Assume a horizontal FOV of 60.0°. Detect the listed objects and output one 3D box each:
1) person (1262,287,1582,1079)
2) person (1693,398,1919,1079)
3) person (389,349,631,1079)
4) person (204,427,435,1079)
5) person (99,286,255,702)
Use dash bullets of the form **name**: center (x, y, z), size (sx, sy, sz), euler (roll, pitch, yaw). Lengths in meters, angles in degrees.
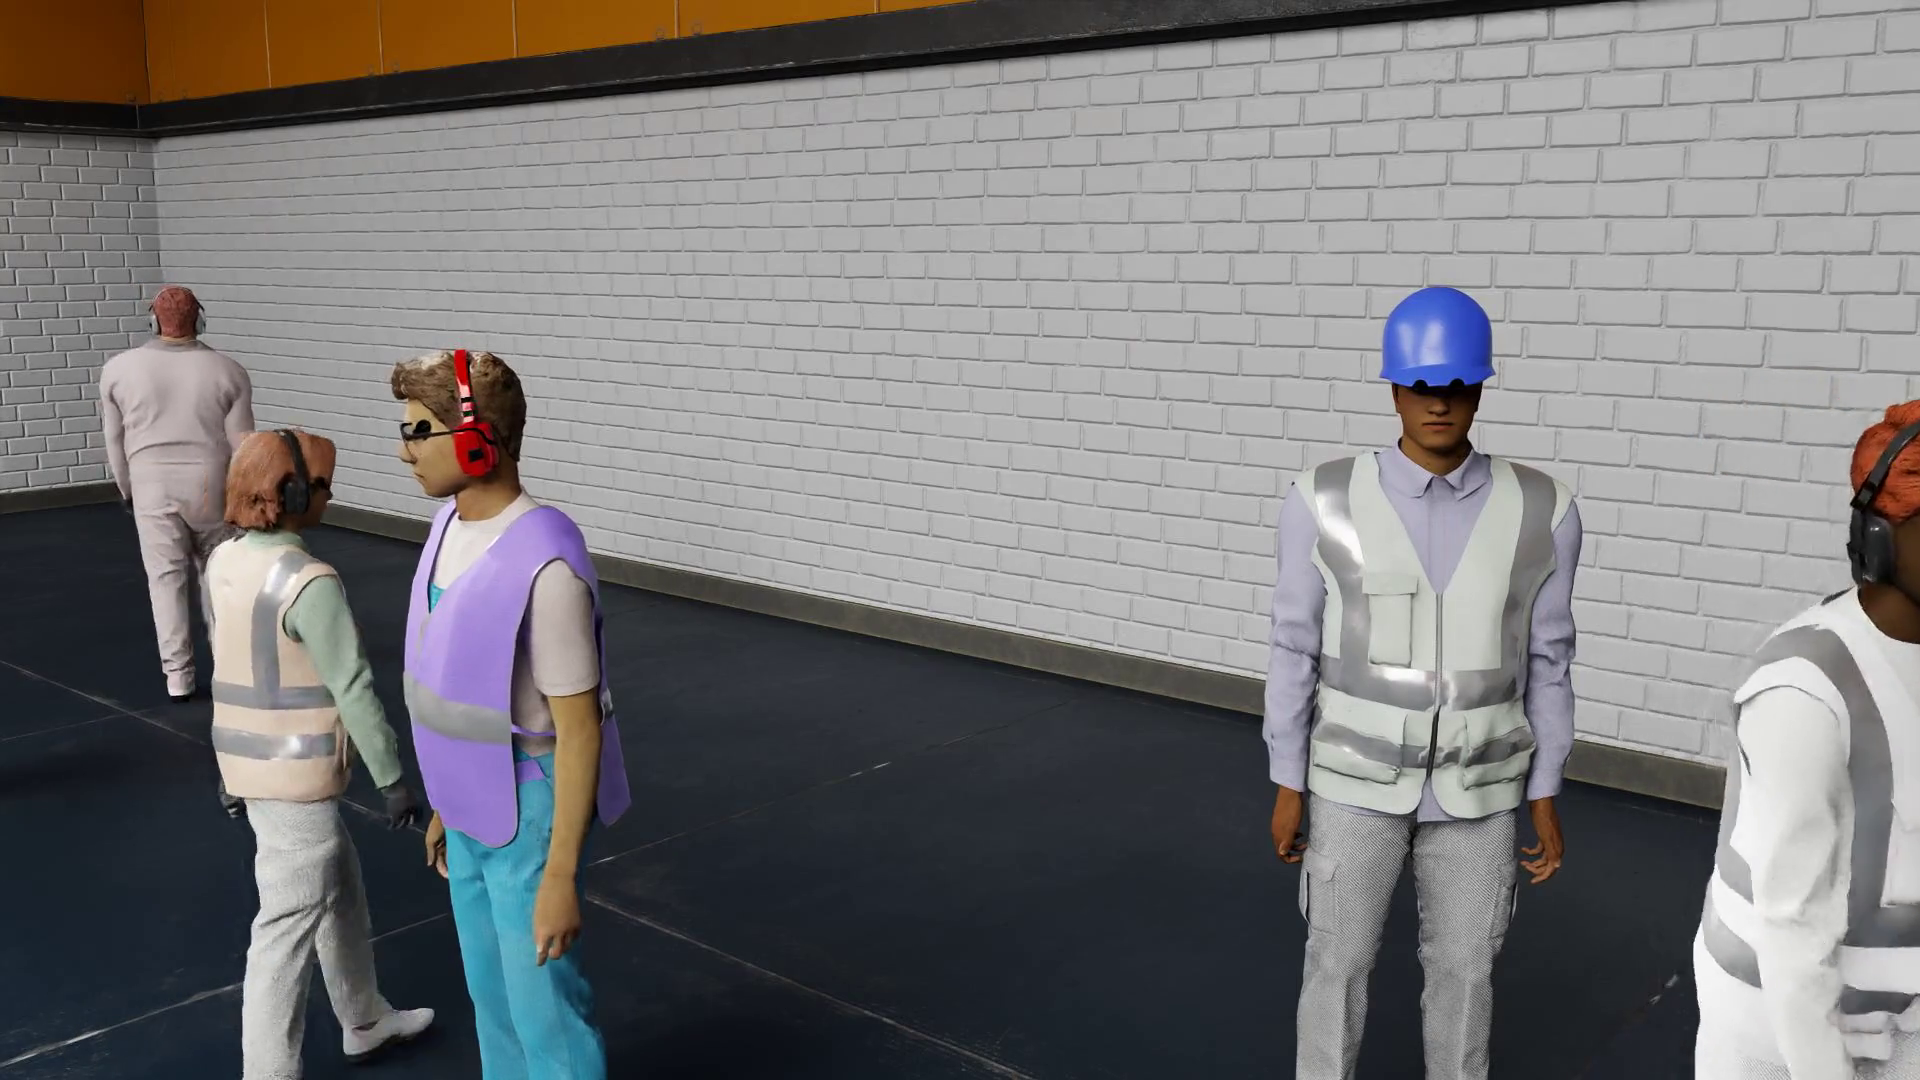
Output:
- **person**: center (0.911, 0.477, 3.329), size (0.607, 1.947, 0.389), euler (1, 10, 5)
- **person**: center (1.301, 0.692, 2.461), size (0.635, 1.836, 0.847), euler (-5, 11, -28)
- **person**: center (-0.848, 0.557, 3.181), size (0.393, 1.839, 0.563), euler (-7, 12, -37)
- **person**: center (-1.446, 0.545, 3.892), size (0.657, 1.618, 0.525), euler (-10, 14, -43)
- **person**: center (-3.574, -0.235, 7.681), size (0.644, 1.852, 0.981), euler (-4, 11, -20)
